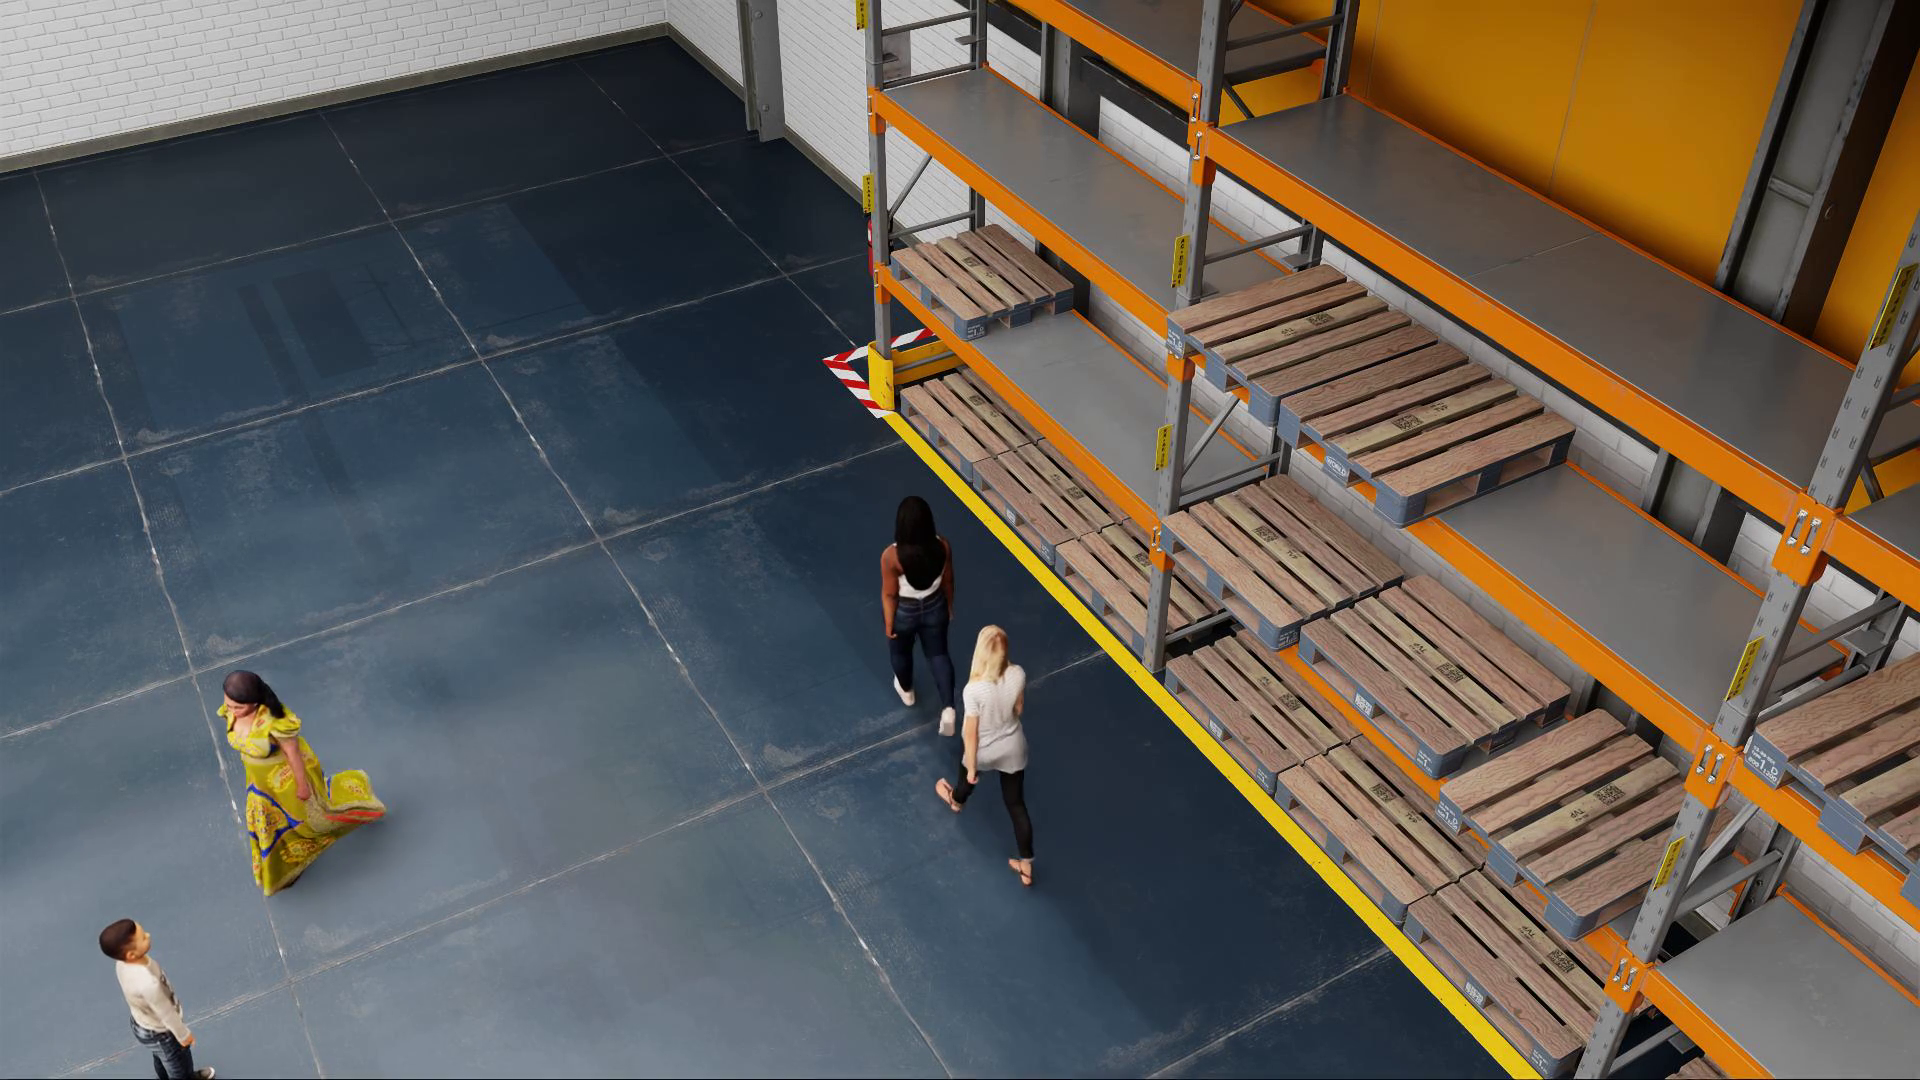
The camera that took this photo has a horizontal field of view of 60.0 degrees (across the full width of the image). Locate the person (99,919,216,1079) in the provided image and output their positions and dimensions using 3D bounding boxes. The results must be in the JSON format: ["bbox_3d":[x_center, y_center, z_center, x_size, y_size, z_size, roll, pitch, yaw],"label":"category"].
[{"bbox_3d":[-4.128,2.480,8.555,0.627,1.459,0.470,-28,47,-31],"label":"person"}]

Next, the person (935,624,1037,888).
[{"bbox_3d":[0.262,1.299,9.788,0.634,1.766,1.214,-19,42,-22],"label":"person"}]

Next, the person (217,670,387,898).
[{"bbox_3d":[-3.972,1.324,9.861,1.249,1.635,1.269,12,40,15],"label":"person"}]

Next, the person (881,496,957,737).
[{"bbox_3d":[-0.245,0.524,10.741,0.784,1.787,1.113,-12,40,-14],"label":"person"}]
